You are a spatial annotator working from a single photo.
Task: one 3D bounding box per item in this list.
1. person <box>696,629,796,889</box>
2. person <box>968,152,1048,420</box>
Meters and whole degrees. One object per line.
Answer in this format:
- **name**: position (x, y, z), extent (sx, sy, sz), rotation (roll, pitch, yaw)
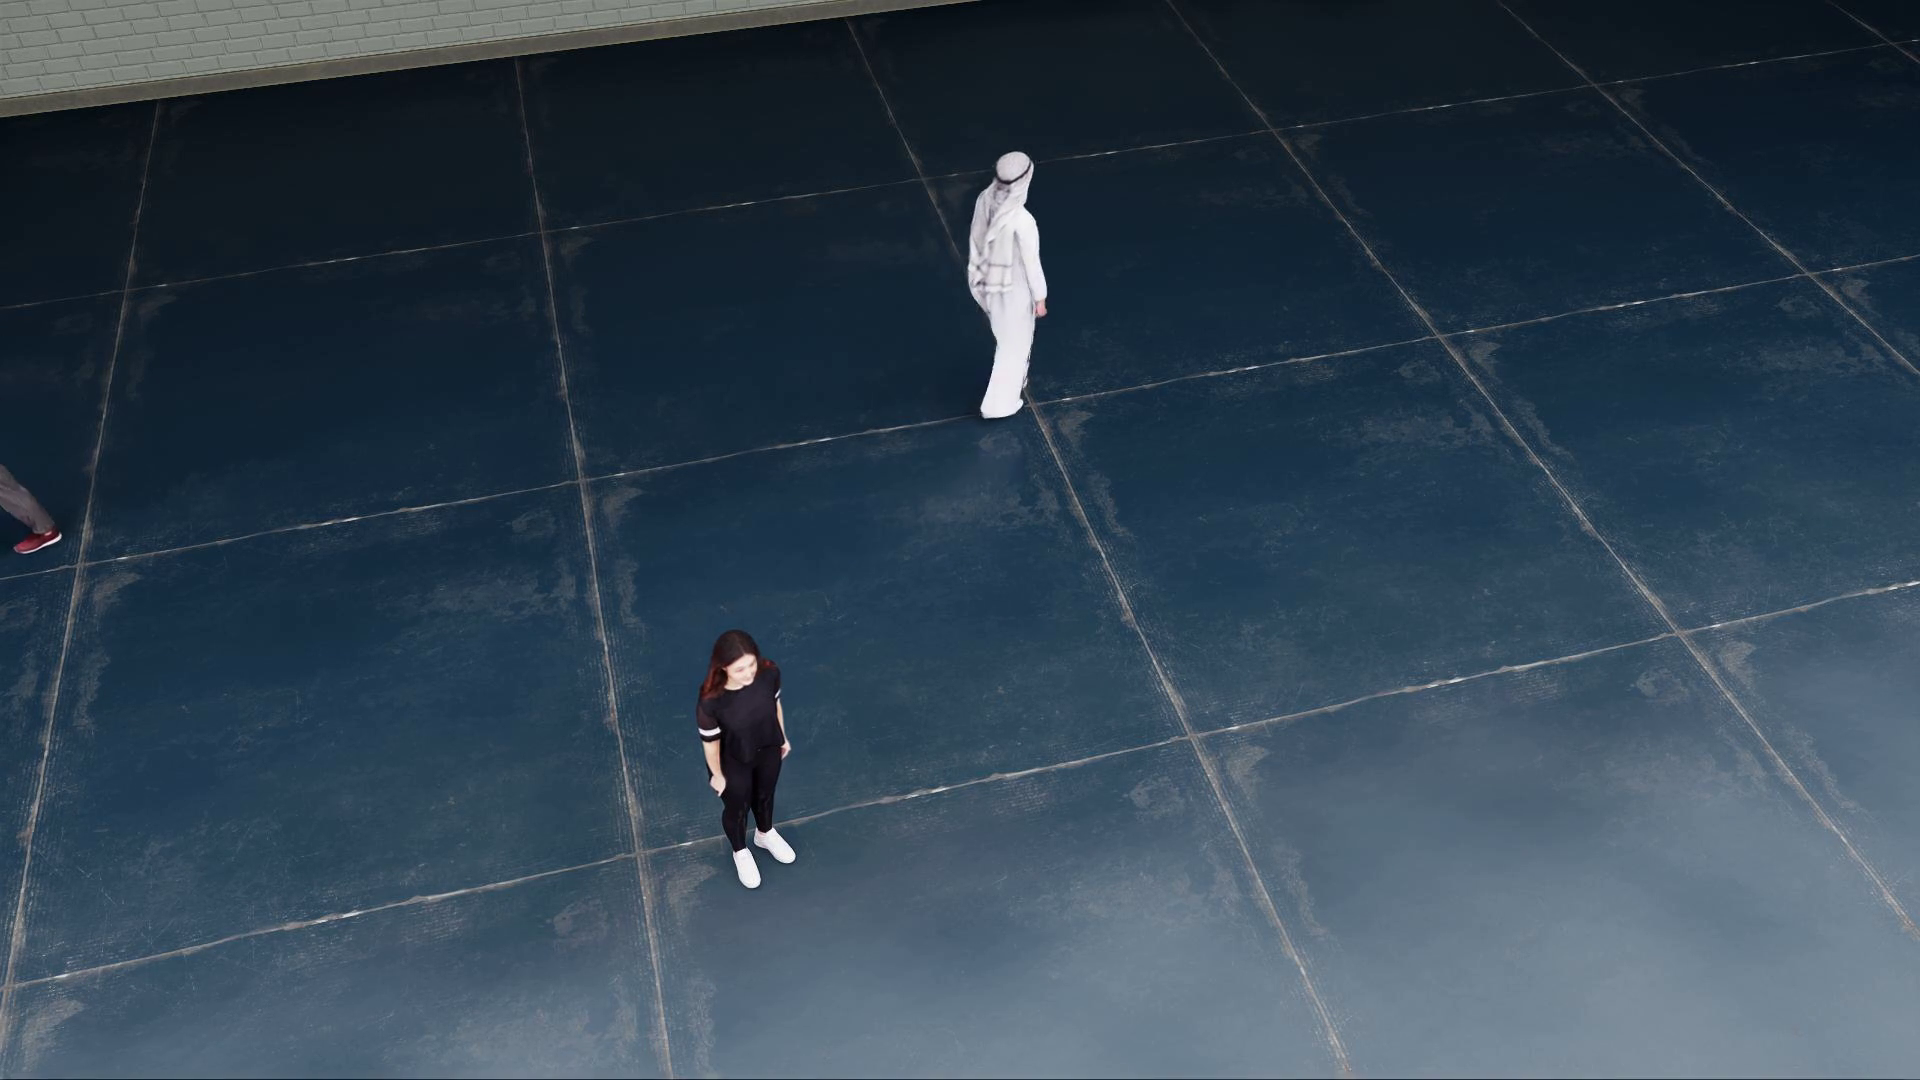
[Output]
- **person**: position (-1.012, 1.010, 7.904), extent (0.700, 1.639, 0.716), rotation (-30, 51, -29)
- **person**: position (0.220, -1.542, 10.439), extent (0.912, 1.909, 0.864), rotation (-26, 49, -25)
